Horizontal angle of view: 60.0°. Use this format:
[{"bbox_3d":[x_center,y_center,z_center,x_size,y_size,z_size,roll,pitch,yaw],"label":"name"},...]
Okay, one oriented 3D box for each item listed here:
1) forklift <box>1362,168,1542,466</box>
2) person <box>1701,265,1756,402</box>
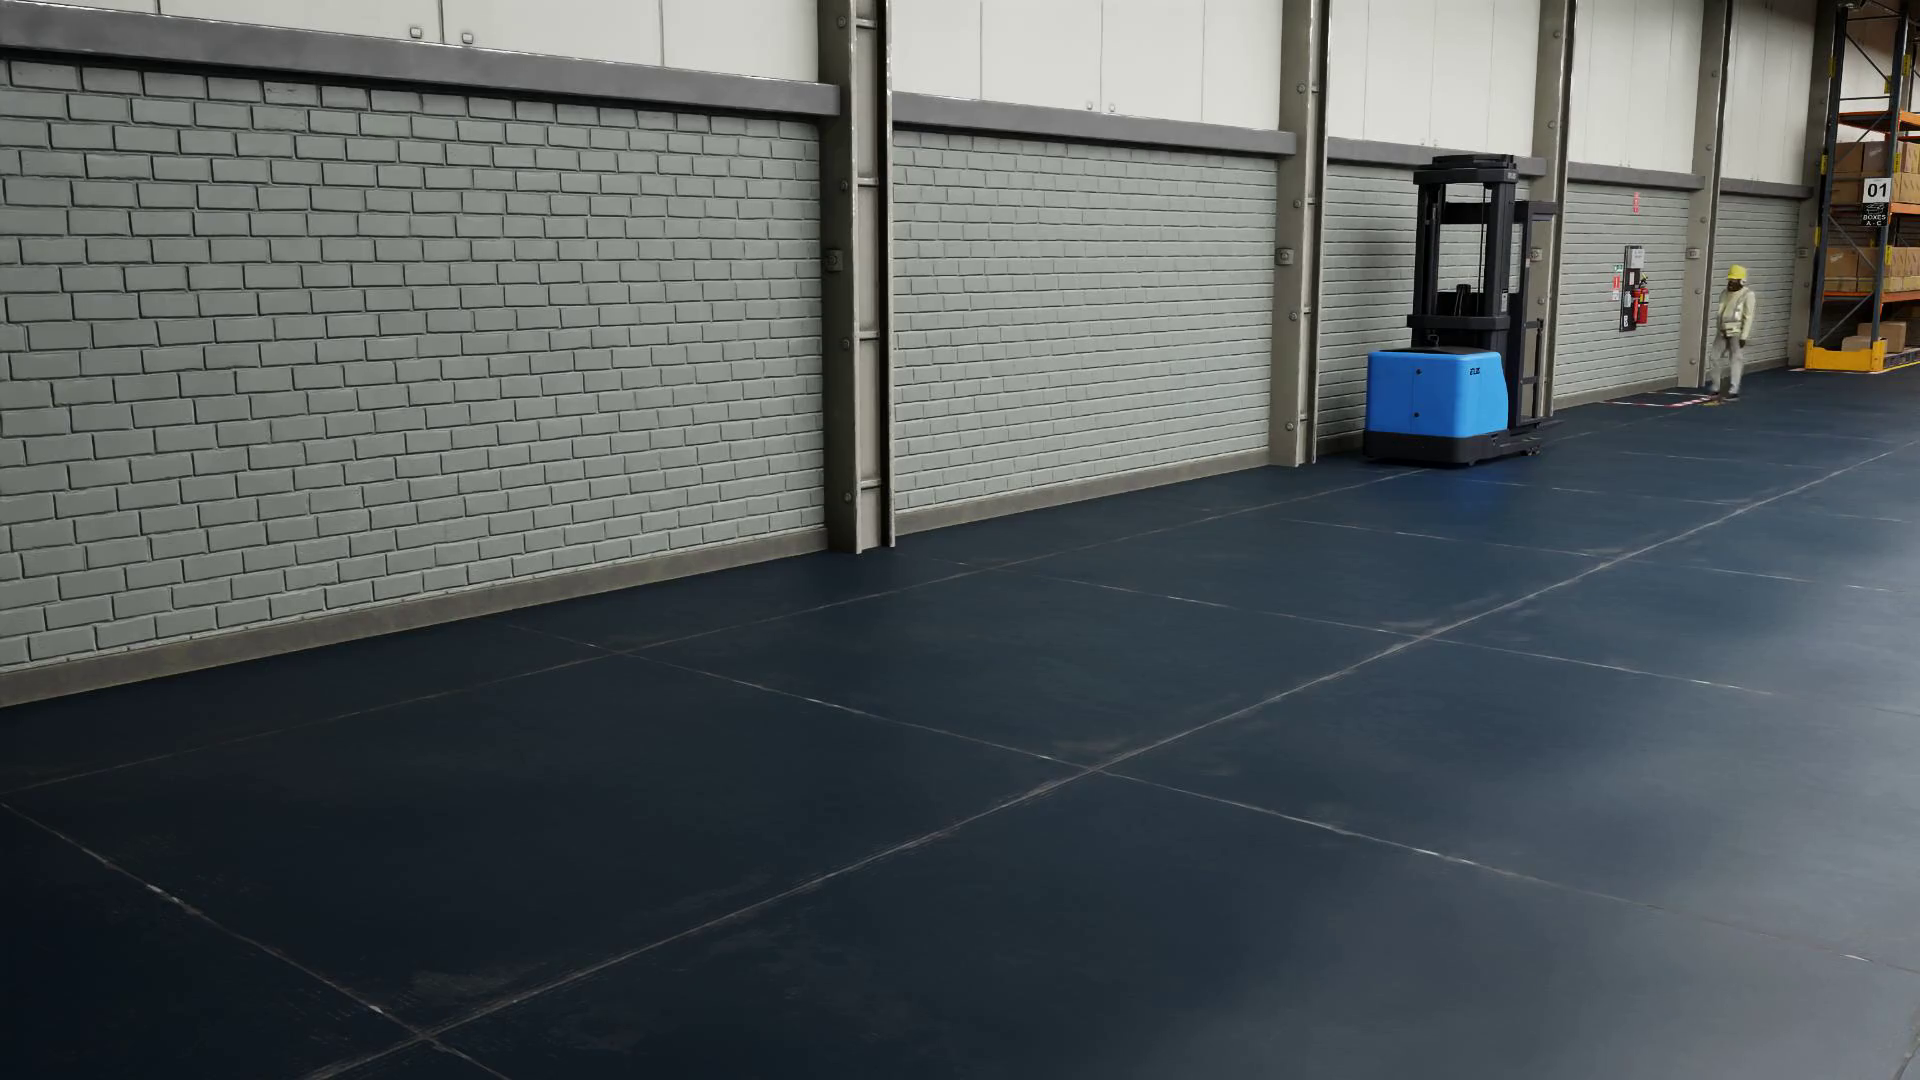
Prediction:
[{"bbox_3d":[4.875,-2.212,16.287,1.129,2.768,1.873,8,13,40],"label":"forklift"},{"bbox_3d":[10.317,-2.773,22.363,0.590,1.816,0.627,-4,11,-20],"label":"person"}]
